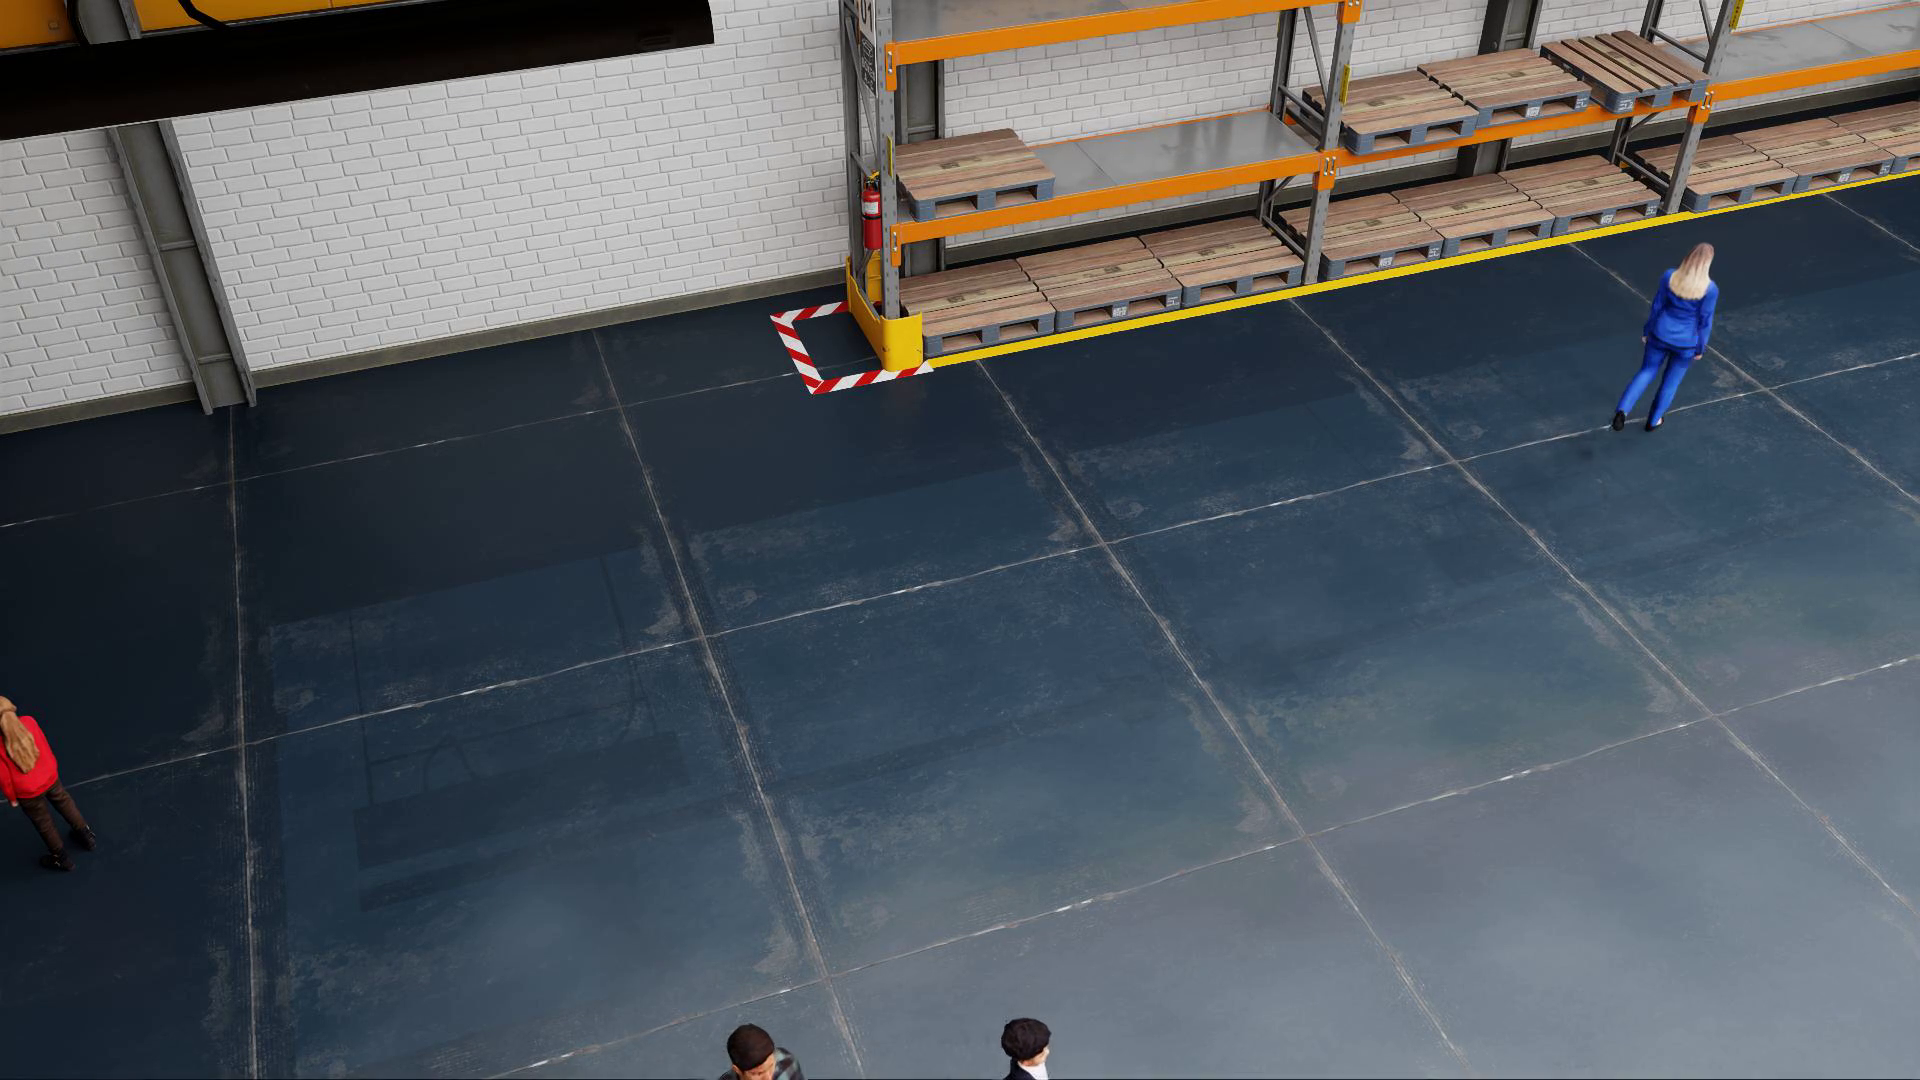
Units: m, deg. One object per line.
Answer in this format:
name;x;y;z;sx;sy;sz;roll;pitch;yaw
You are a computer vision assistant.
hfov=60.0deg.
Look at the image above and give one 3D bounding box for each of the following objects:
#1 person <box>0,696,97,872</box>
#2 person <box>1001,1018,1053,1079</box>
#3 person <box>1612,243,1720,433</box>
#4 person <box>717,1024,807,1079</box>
person;-5.292;1.375;9.494;0.634;1.281;0.576;16;41;19
person;0.252;2.680;7.910;0.546;1.218;0.549;-3;39;-4
person;5.425;-1.483;12.751;0.992;1.683;0.839;-31;48;-33
person;-0.943;2.685;7.440;0.870;1.704;0.904;-32;48;-33
